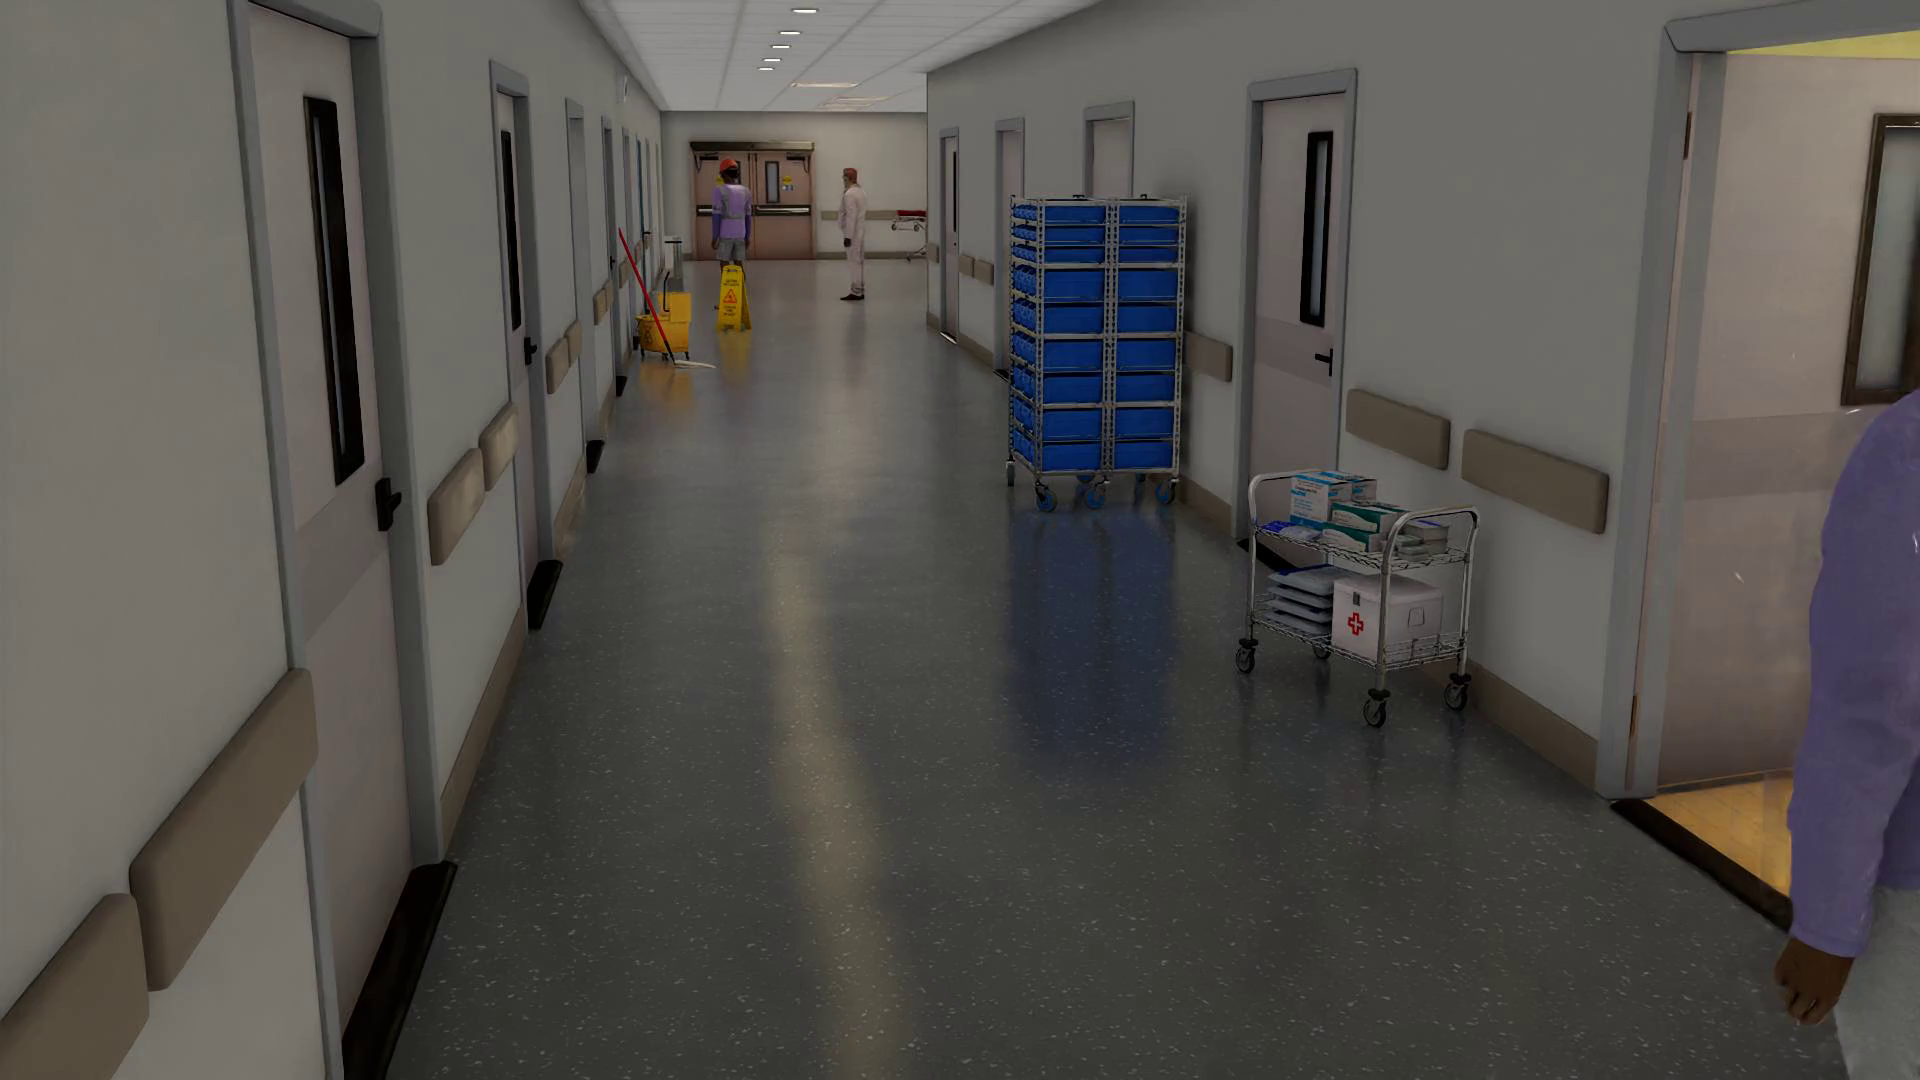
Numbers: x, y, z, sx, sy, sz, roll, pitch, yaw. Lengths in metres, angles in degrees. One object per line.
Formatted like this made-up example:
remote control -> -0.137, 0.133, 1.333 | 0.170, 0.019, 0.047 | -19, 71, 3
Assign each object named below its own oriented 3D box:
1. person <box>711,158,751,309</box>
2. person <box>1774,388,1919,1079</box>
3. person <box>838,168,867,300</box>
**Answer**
person -> -3.119, -4.151, 22.612 | 0.617, 2.030, 0.404 | -12, 17, -42
person -> 1.383, 0.458, 2.397 | 0.639, 1.912, 0.613 | -12, 17, -43
person -> -1.577, -4.443, 24.191 | 0.400, 1.905, 0.643 | 3, 13, 12
